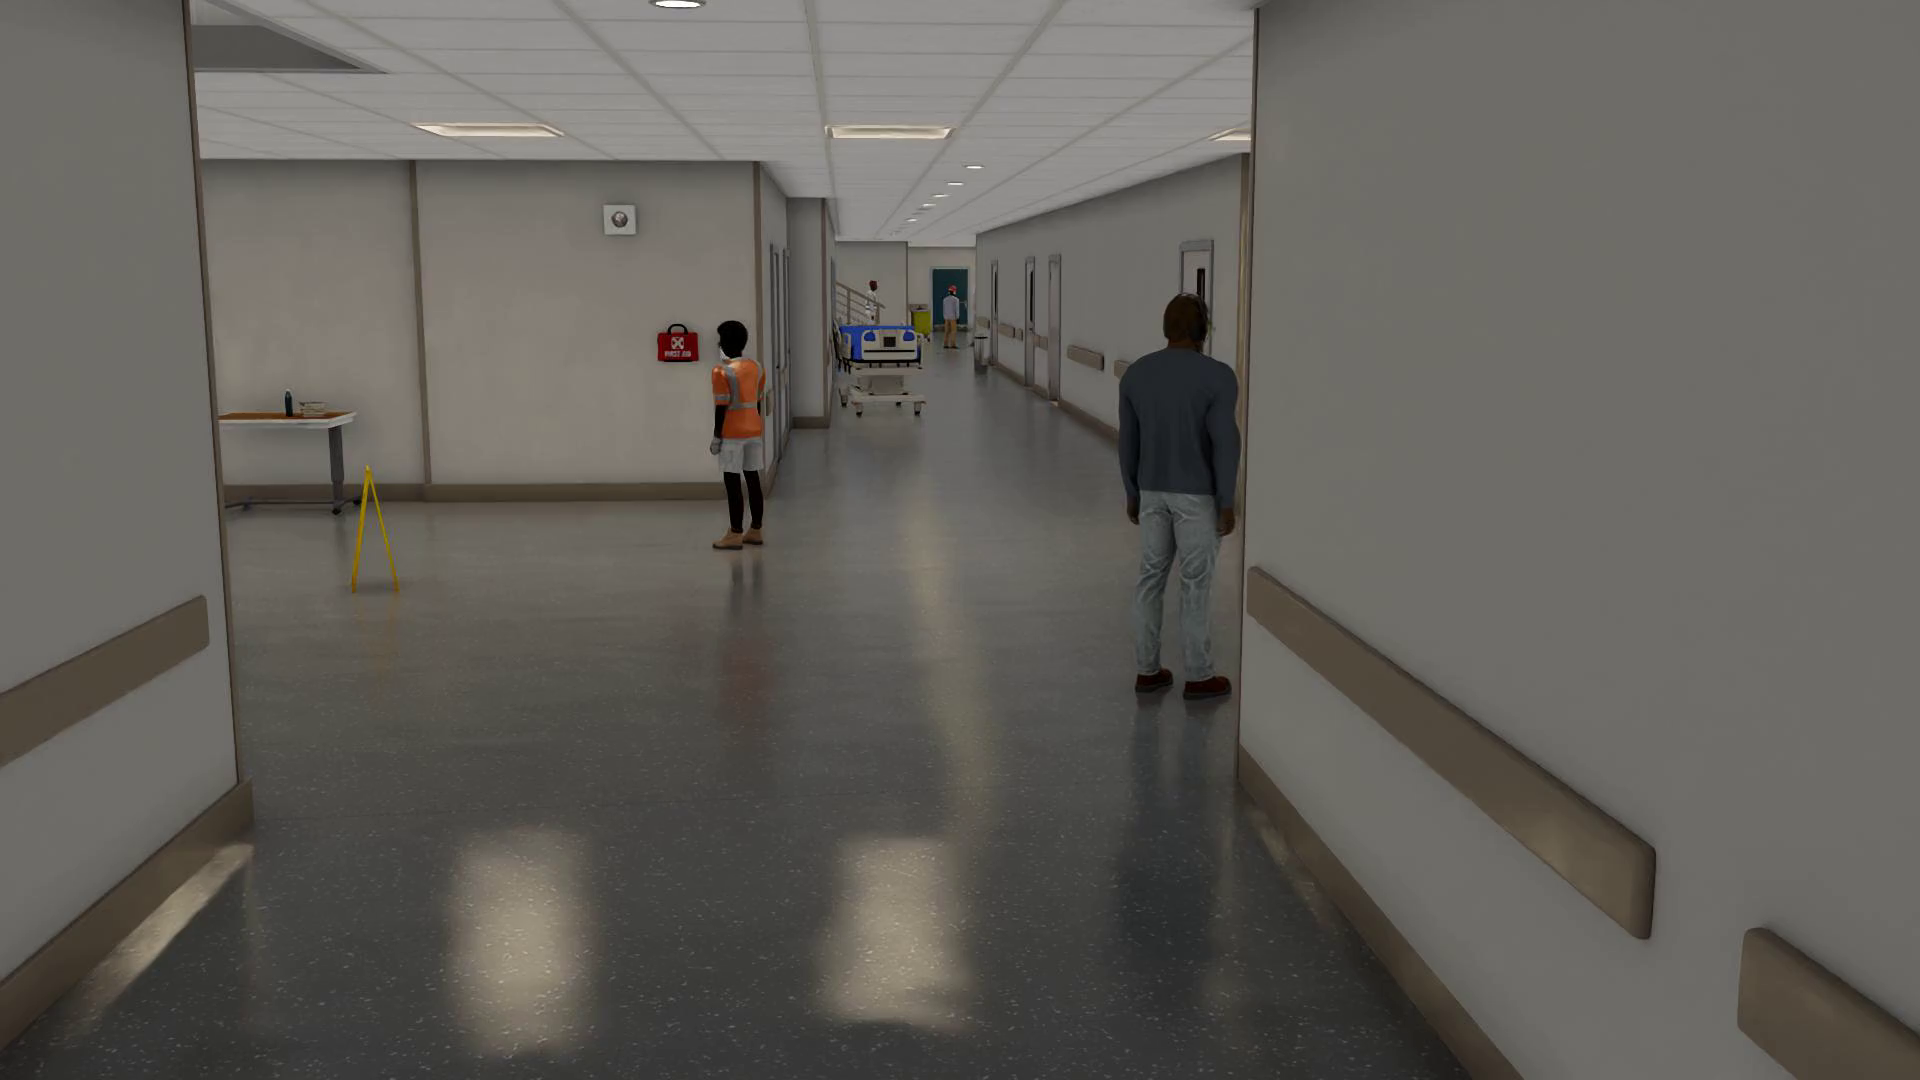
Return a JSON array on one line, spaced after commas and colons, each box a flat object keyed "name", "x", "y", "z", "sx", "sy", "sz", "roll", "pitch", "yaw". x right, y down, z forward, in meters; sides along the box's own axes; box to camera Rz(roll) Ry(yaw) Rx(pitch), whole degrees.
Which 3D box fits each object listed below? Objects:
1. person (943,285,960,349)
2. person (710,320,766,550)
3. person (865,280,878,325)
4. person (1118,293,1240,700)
[{"name": "person", "x": -0.231, "y": -6.146, "z": 45.901, "sx": 0.579, "sy": 1.739, "sz": 0.382, "roll": 9, "pitch": 13, "yaw": 43}, {"name": "person", "x": -1.647, "y": -0.774, "z": 12.303, "sx": 0.318, "sy": 1.696, "sz": 0.532, "roll": 6, "pitch": 11, "yaw": 32}, {"name": "person", "x": -2.521, "y": -6.461, "z": 47.475, "sx": 0.363, "sy": 1.872, "sz": 0.576, "roll": -1, "pitch": 9, "yaw": -7}, {"name": "person", "x": 1.048, "y": -0.206, "z": 7.973, "sx": 0.630, "sy": 1.938, "sz": 0.369, "roll": 7, "pitch": 12, "yaw": 38}]
